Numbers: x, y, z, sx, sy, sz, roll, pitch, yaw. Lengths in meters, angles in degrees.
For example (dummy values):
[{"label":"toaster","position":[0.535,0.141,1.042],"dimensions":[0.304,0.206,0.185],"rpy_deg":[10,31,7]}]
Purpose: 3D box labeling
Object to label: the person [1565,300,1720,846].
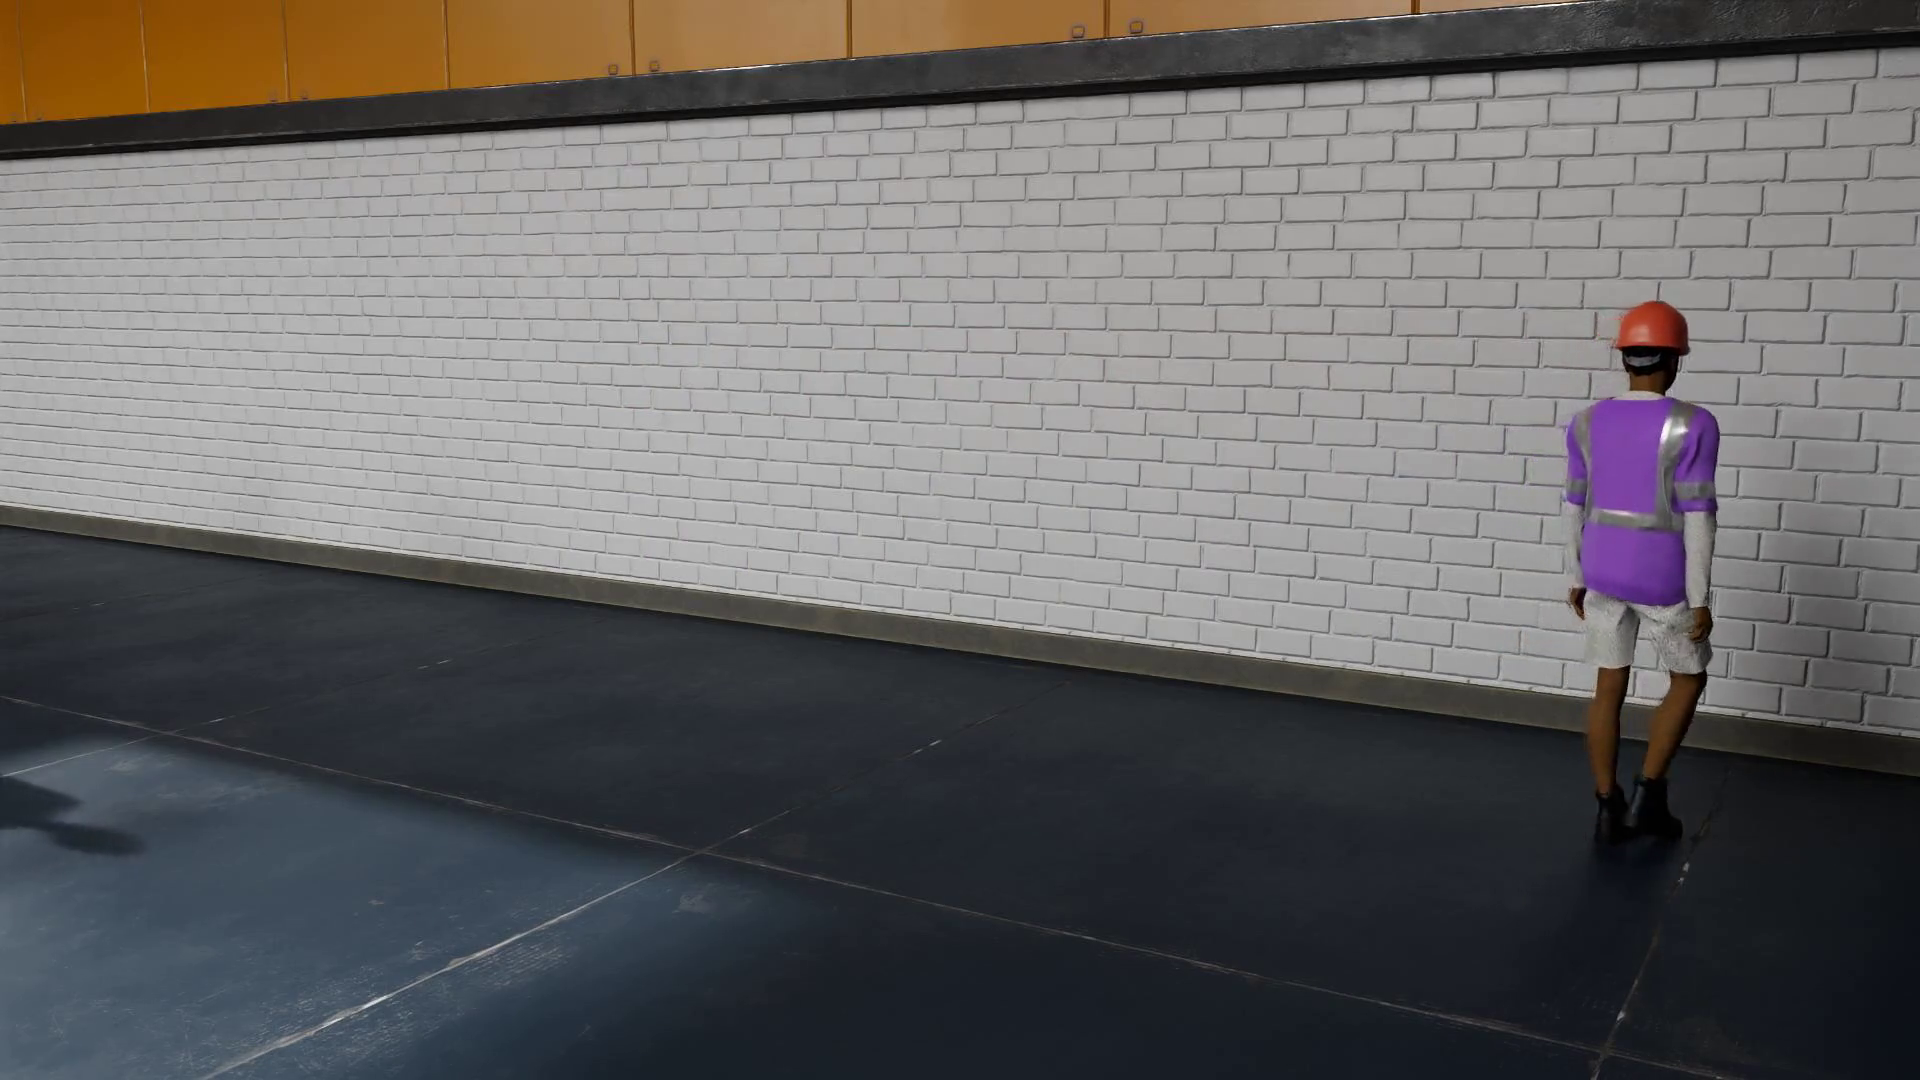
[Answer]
[{"label":"person","position":[2.401,0.130,5.854],"dimensions":[0.437,1.925,0.581],"rpy_deg":[-8,12,-39]}]
